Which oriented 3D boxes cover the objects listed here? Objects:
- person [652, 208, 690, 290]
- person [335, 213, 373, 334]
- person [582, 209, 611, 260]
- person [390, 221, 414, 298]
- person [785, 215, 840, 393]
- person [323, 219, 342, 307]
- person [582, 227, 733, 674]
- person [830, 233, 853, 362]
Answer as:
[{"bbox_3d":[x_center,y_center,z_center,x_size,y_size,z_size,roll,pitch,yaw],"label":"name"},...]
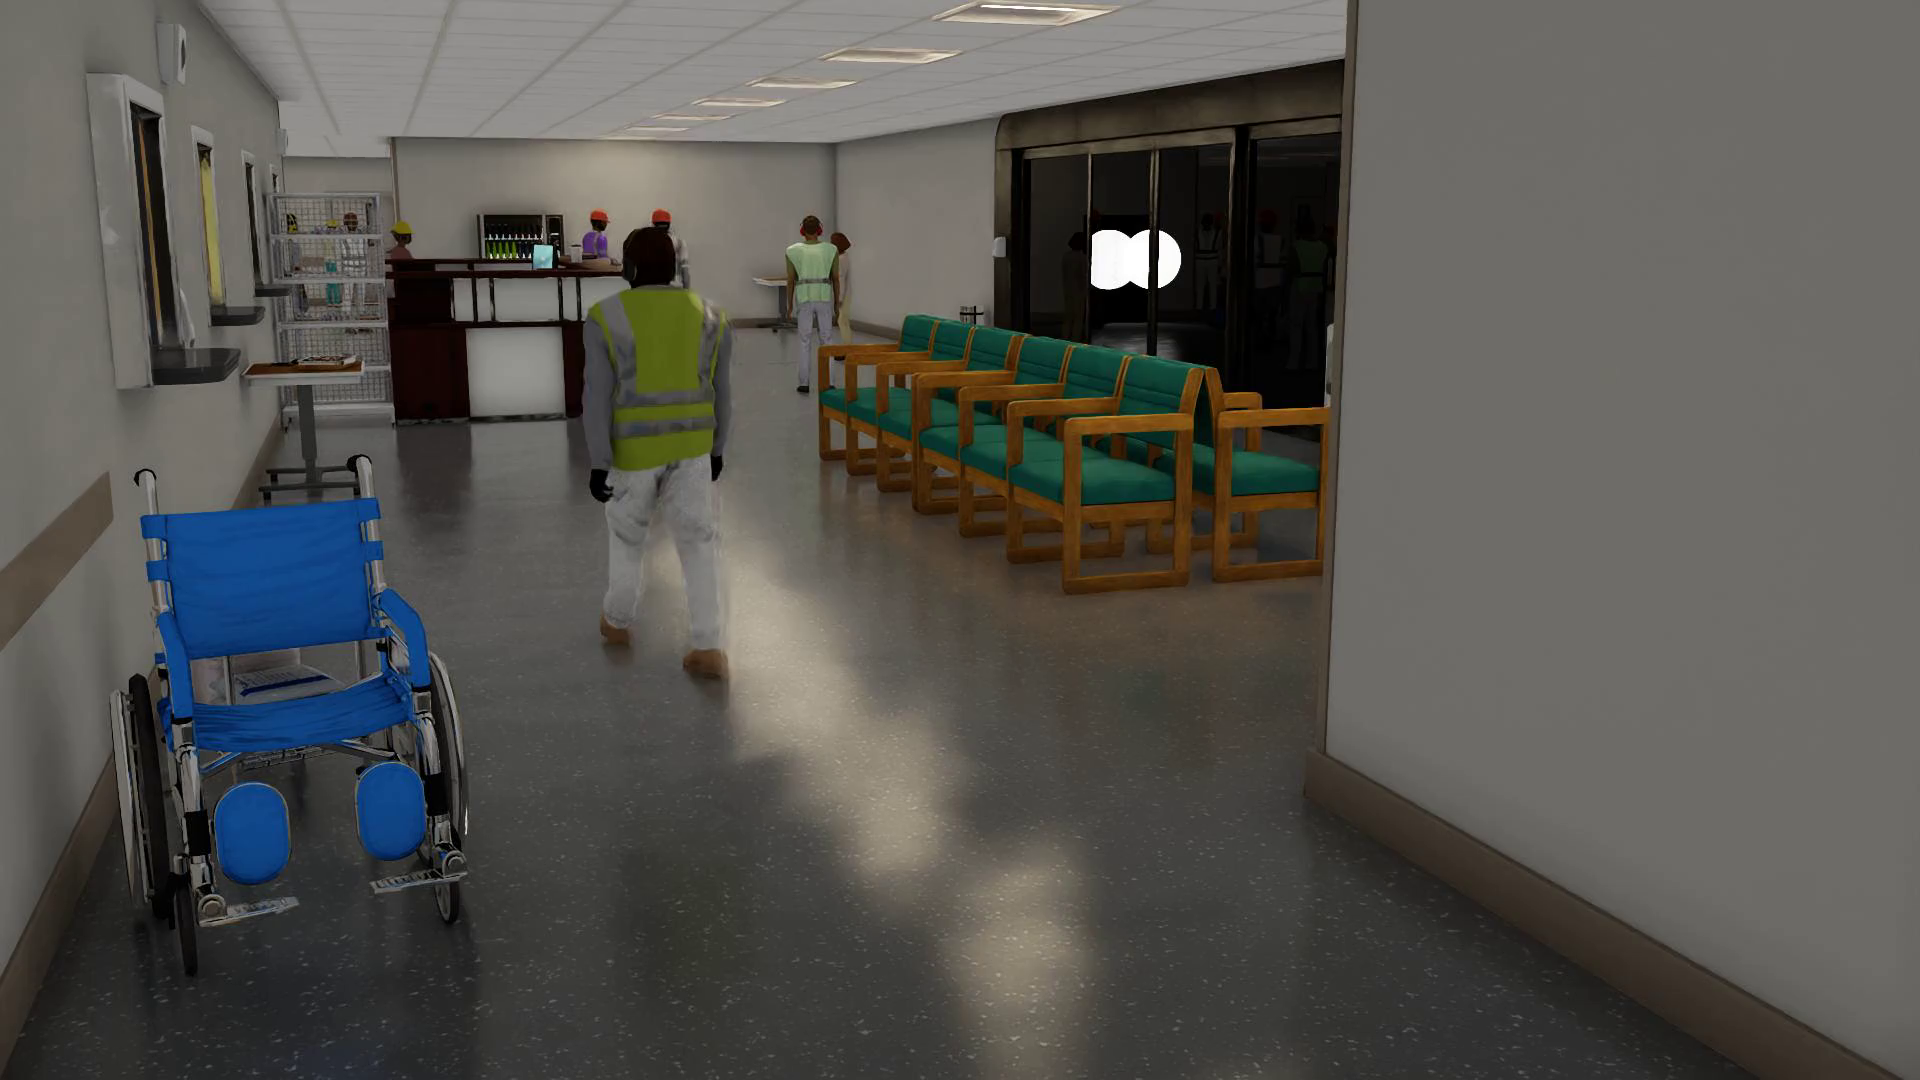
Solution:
[{"bbox_3d":[-3.514,-2.958,19.733,0.582,1.918,0.610,-4,12,-20],"label":"person"},{"bbox_3d":[-9.517,-4.182,26.112,0.355,1.882,0.576,7,13,33],"label":"person"},{"bbox_3d":[-5.354,-3.927,24.675,0.381,1.931,0.548,-11,15,-43],"label":"person"},{"bbox_3d":[-6.967,-3.111,20.914,0.304,1.772,0.525,-9,14,-38],"label":"person"},{"bbox_3d":[-1.529,-2.451,17.346,0.563,1.838,0.390,-2,11,-10],"label":"person"},{"bbox_3d":[-12.629,-5.575,33.571,0.524,1.764,0.329,10,15,40],"label":"person"},{"bbox_3d":[-1.235,-0.373,6.813,0.652,1.789,0.979,-6,12,-27],"label":"person"},{"bbox_3d":[-1.509,-3.095,21.207,0.287,1.628,0.506,0,11,0],"label":"person"}]
